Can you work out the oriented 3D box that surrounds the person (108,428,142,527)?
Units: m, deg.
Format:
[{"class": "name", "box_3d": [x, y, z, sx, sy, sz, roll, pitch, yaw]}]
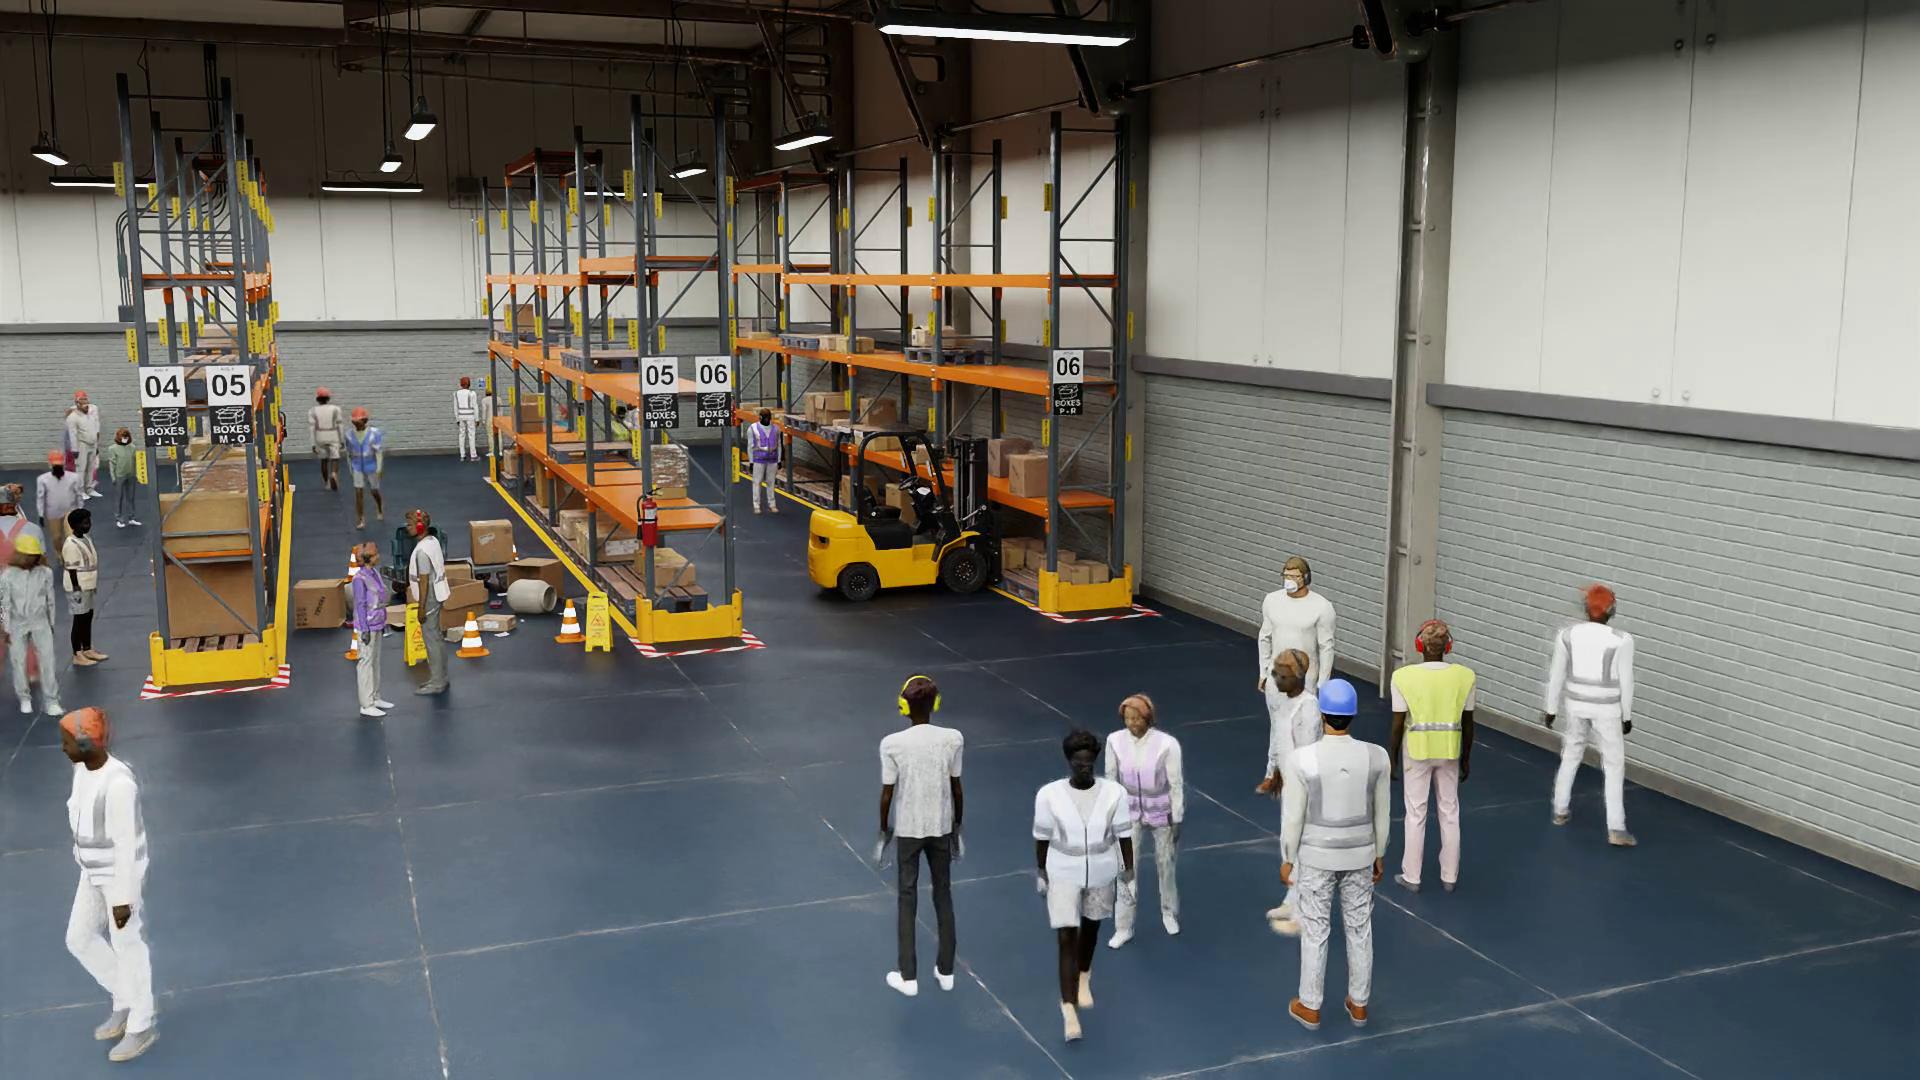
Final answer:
[{"class": "person", "box_3d": [-13.763, -1.032, 27.421, 0.279, 1.633, 0.498, 5, 11, 31]}]

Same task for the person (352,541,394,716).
[{"class": "person", "box_3d": [-5.558, 0.828, 15.674, 0.306, 1.645, 0.523, -1, 9, -4]}]

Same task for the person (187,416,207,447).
[{"class": "person", "box_3d": [-15.604, -2.192, 33.981, 0.605, 1.868, 0.638, 3, 10, 19]}]

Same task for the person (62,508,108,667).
[{"class": "person", "box_3d": [-9.303, 0.500, 17.614, 0.319, 1.689, 0.539, -1, 9, -9]}]

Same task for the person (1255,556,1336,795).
[{"class": "person", "box_3d": [2.637, 1.085, 13.137, 0.627, 1.940, 0.373, 6, 11, 35]}]

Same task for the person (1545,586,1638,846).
[{"class": "person", "box_3d": [4.671, 1.279, 12.219, 0.539, 1.853, 0.783, -8, 12, -41]}]

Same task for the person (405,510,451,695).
[{"class": "person", "box_3d": [-5.248, 0.610, 16.459, 0.387, 1.838, 0.561, -2, 9, -11]}]

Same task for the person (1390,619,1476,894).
[{"class": "person", "box_3d": [3.140, 1.454, 11.103, 0.565, 1.847, 0.396, 0, 9, 0]}]

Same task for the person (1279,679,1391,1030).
[{"class": "person", "box_3d": [2.049, 1.719, 9.112, 0.604, 1.949, 0.389, -1, 9, -5]}]

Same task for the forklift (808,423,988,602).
[{"class": "forklift", "box_3d": [-0.830, -0.399, 21.676, 2.313, 2.155, 1.214, -4, 10, -21]}]

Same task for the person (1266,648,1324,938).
[{"class": "person", "box_3d": [2.107, 1.559, 10.482, 0.370, 1.832, 0.603, -1, 9, -7]}]

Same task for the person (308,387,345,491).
[{"class": "person", "box_3d": [-12.074, -1.908, 31.701, 0.629, 2.026, 0.698, -3, 10, -18]}]

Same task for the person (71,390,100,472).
[{"class": "person", "box_3d": [-18.404, -2.286, 34.984, 0.573, 1.739, 0.349, -1, 9, -9]}]

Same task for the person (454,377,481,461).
[{"class": "person", "box_3d": [-10.999, -2.699, 37.133, 0.574, 1.883, 0.355, 2, 9, 14]}]

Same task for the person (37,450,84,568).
[{"class": "person", "box_3d": [-12.556, -0.409, 23.234, 0.574, 1.726, 0.784, -4, 10, -26]}]

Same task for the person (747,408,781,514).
[{"class": "person", "box_3d": [-3.385, -1.375, 28.921, 0.625, 1.847, 0.429, -5, 10, -26]}]

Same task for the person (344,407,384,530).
[{"class": "person", "box_3d": [-9.748, -1.200, 27.298, 0.606, 2.017, 0.865, -1, 9, -6]}]

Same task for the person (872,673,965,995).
[{"class": "person", "box_3d": [-0.238, 1.688, 9.582, 0.549, 1.866, 0.324, -2, 9, -14]}]

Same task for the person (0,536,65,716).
[{"class": "person", "box_3d": [-8.663, 0.822, 15.533, 0.496, 1.698, 0.890, -8, 12, -42]}]

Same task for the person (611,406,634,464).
[{"class": "person", "box_3d": [-6.339, -1.676, 31.284, 0.552, 1.682, 0.435, -7, 11, -36]}]

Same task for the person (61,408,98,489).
[{"class": "person", "box_3d": [-17.085, -1.767, 32.161, 0.781, 1.590, 0.511, 6, 11, 34]}]

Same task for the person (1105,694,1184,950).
[{"class": "person", "box_3d": [1.154, 1.709, 10.312, 0.519, 1.598, 0.611, 4, 10, 23]}]

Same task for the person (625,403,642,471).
[{"class": "person", "box_3d": [-6.441, -1.999, 32.929, 0.404, 1.824, 0.590, -3, 10, -19]}]

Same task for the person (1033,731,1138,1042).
[{"class": "person", "box_3d": [0.686, 1.865, 9.081, 0.549, 1.648, 0.852, -1, 9, -6]}]

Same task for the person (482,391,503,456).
[{"class": "person", "box_3d": [-10.705, -2.727, 38.085, 0.497, 1.633, 0.279, -8, 12, -40]}]

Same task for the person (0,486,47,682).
[{"class": "person", "box_3d": [-9.630, 0.448, 16.829, 0.687, 2.000, 0.536, -6, 11, -34]}]

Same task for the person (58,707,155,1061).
[{"class": "person", "box_3d": [-4.510, 1.796, 8.842, 0.675, 1.877, 0.378, 8, 12, 40]}]

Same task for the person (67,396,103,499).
[{"class": "person", "box_3d": [-16.212, -1.712, 30.842, 0.403, 1.906, 0.651, 1, 9, 7]}]
